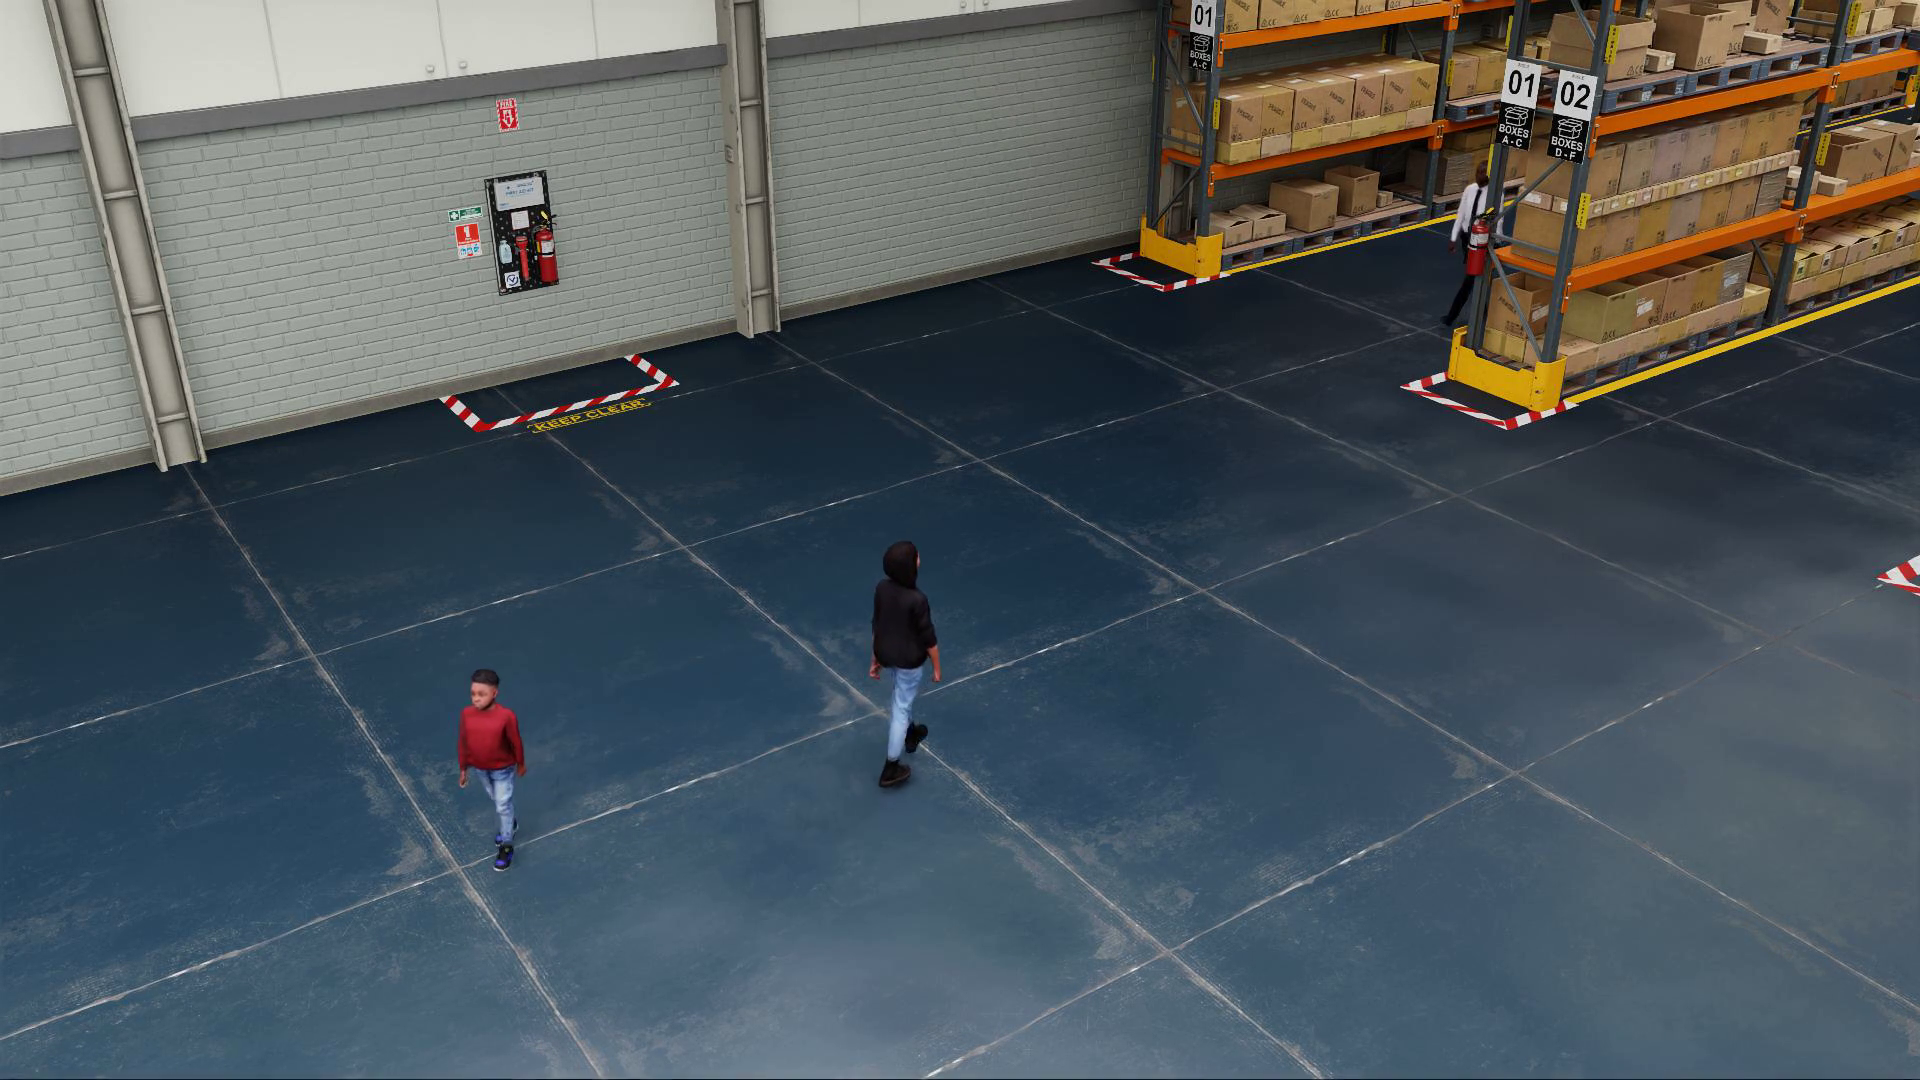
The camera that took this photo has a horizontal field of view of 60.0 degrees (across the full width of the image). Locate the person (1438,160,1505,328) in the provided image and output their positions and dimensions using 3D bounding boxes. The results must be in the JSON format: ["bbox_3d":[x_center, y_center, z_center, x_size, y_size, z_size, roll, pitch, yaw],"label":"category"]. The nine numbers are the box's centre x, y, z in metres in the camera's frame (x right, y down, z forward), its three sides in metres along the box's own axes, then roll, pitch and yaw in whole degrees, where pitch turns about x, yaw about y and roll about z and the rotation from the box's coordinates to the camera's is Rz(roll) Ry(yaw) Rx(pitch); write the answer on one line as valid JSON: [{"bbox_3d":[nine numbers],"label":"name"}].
[{"bbox_3d":[5.666,-3.224,18.097,1.244,1.794,0.752,-21,34,-35],"label":"person"}]

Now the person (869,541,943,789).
[{"bbox_3d":[-0.412,0.815,10.375,0.793,1.681,0.976,16,31,29],"label":"person"}]

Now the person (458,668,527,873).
[{"bbox_3d":[-2.765,1.288,9.937,0.731,1.241,0.802,7,28,13],"label":"person"}]
